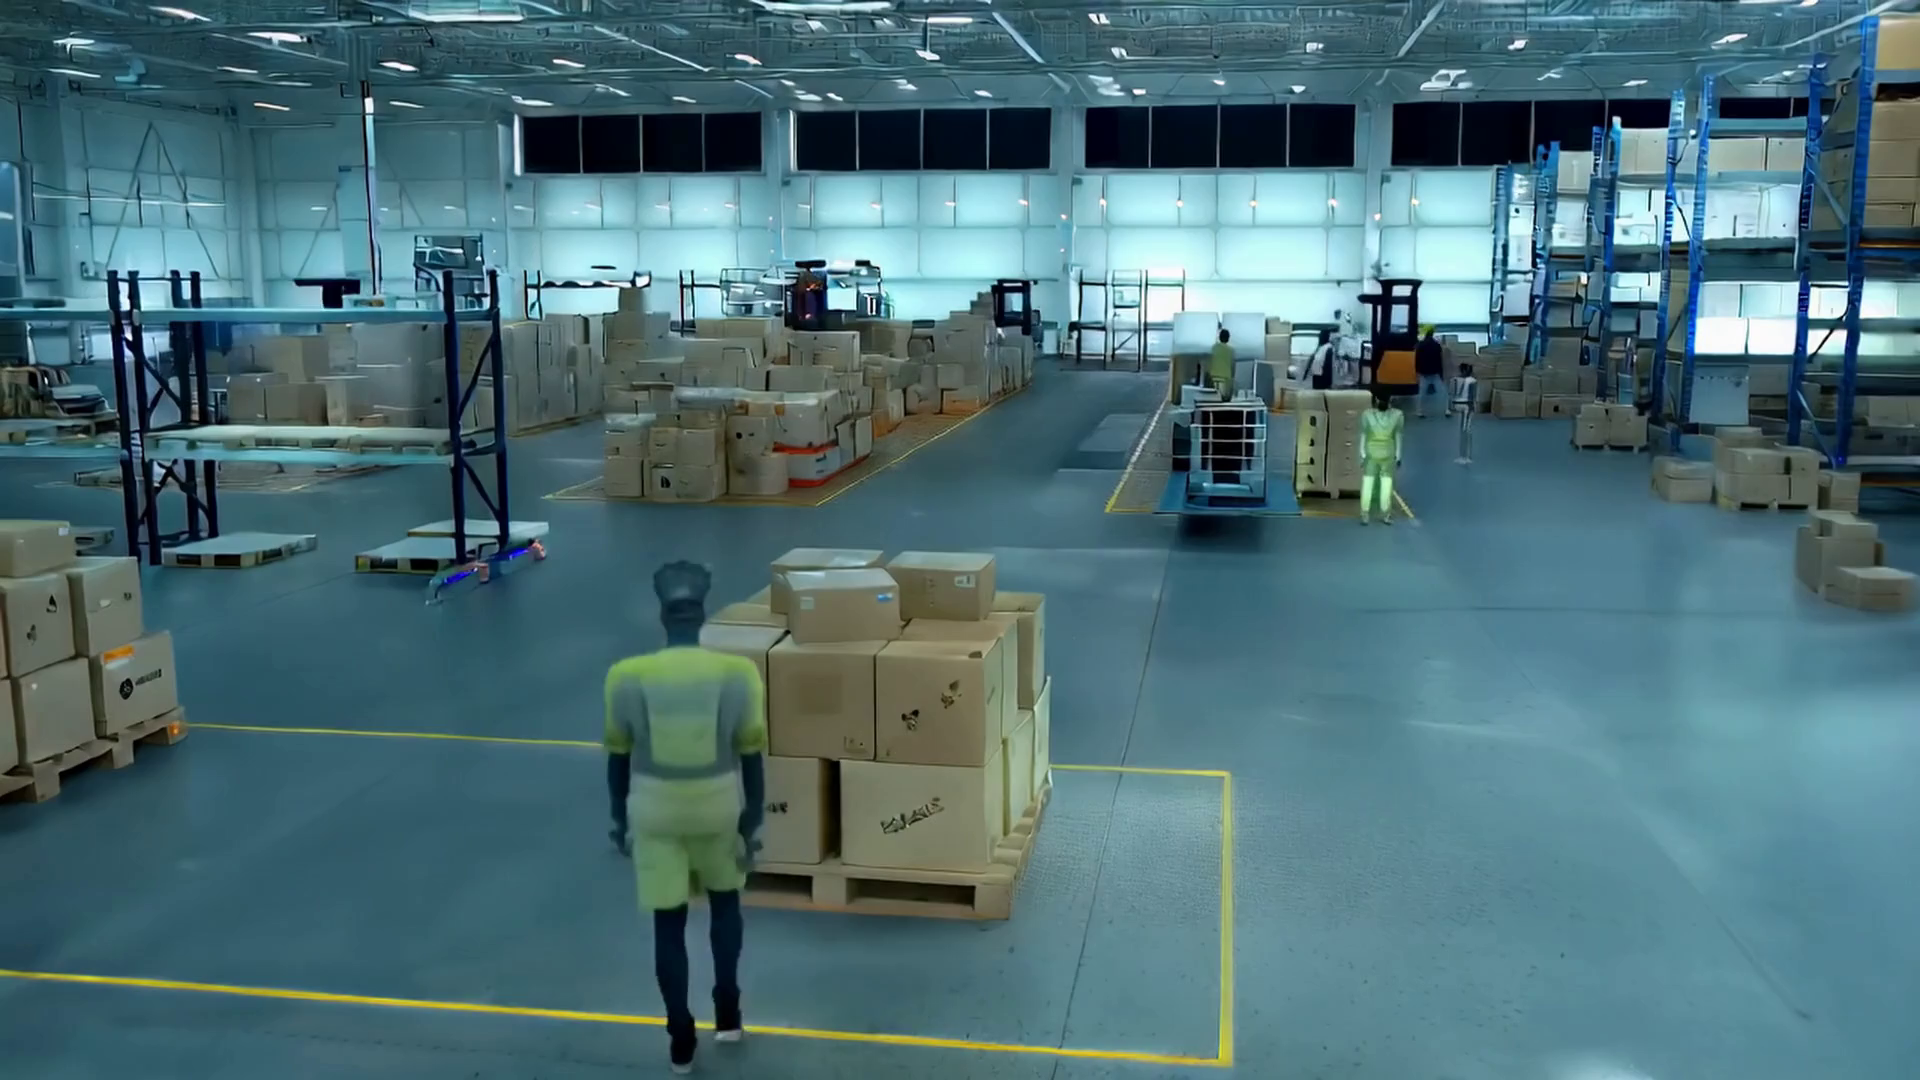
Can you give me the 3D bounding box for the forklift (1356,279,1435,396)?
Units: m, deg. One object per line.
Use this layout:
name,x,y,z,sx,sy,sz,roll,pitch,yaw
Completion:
forklift,10.670,-4.936,40.359,1.129,2.768,1.873,-3,10,-21

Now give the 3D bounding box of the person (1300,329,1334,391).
person,7.089,-3.237,32.965,0.544,1.908,0.659,-2,9,-14

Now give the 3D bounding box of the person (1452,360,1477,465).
person,7.926,-1.995,26.060,0.317,1.631,0.525,0,9,1

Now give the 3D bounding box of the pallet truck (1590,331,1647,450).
pallet truck,11.253,-2.573,28.499,0.823,1.965,1.885,5,10,27

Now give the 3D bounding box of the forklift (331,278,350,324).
forklift,-16.170,-5.448,43.516,1.873,2.768,1.129,-3,10,-17

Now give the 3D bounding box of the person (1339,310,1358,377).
person,11.031,-5.574,47.254,0.561,1.914,0.423,5,11,30

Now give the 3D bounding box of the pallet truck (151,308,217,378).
pallet truck,-21.869,-5.598,47.154,0.823,1.965,1.885,4,10,26

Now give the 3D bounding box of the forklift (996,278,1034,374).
forklift,1.512,-6.114,47.625,1.129,2.768,1.873,1,9,9

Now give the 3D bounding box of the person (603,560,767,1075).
person,-1.045,1.042,6.346,0.608,1.947,0.510,-2,9,-10

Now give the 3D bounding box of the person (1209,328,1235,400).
person,5.019,-3.086,31.877,0.367,1.931,0.631,-7,12,-38

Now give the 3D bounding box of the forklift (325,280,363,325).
forklift,-13.220,-4.202,35.829,1.873,2.768,1.129,1,9,9

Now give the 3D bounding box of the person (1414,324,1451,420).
person,9.591,-3.394,33.736,0.790,1.941,0.656,-8,12,-40

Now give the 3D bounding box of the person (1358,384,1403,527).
person,4.979,-0.998,19.708,0.532,1.697,0.322,0,9,0
